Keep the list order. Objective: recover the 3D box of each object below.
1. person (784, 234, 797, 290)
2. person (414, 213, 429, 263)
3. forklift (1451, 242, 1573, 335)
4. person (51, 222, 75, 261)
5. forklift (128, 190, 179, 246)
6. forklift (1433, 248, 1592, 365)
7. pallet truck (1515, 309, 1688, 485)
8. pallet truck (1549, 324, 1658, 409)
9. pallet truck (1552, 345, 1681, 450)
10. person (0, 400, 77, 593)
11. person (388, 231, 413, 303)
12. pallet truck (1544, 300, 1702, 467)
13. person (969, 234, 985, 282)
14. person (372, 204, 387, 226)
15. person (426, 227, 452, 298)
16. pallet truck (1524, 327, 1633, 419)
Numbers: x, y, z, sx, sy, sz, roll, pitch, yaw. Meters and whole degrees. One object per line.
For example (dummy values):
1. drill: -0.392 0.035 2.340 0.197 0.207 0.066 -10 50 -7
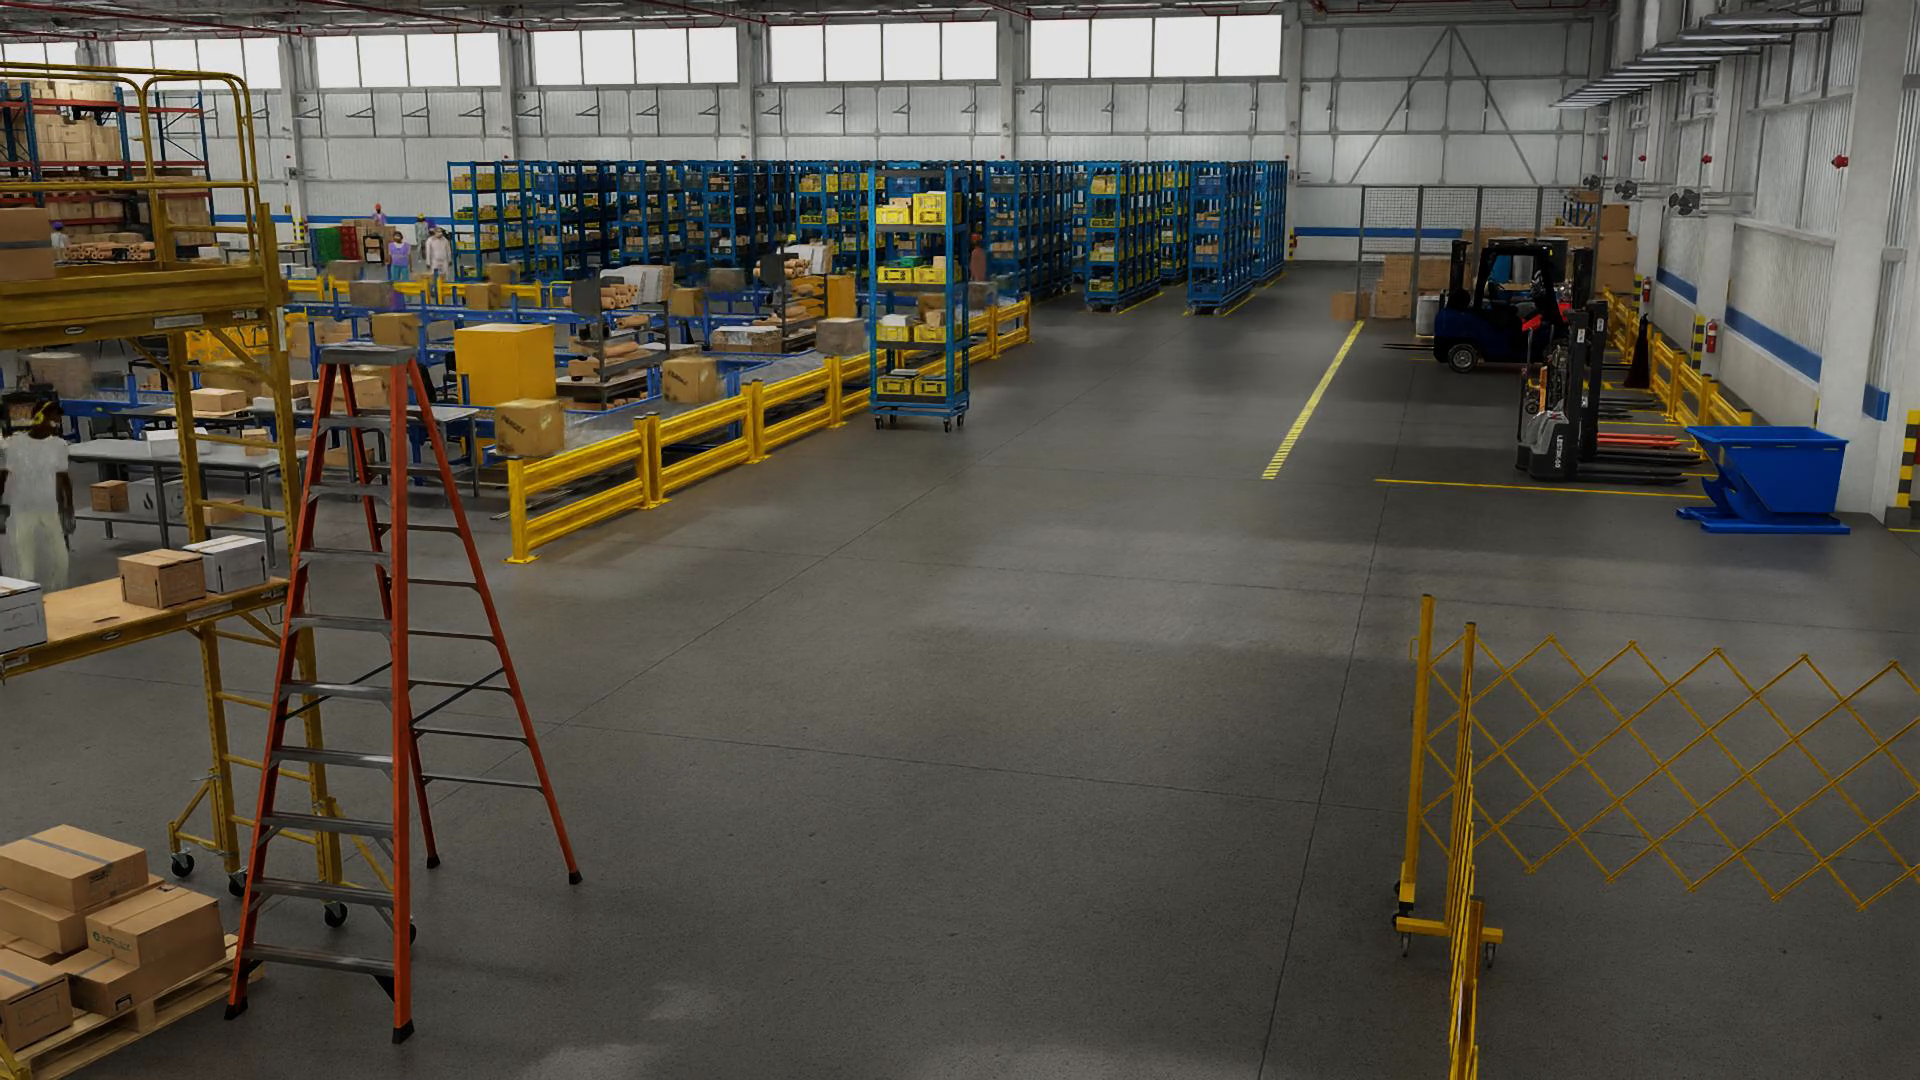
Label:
1. person: -4.348 -6.884 42.358 0.471 1.803 0.612 5 14 21
2. person: -19.140 -10.746 59.195 0.485 1.734 0.346 -8 15 -30
3. forklift: 10.464 -4.597 31.405 2.680 1.987 1.157 4 14 16
4. person: -25.564 -8.112 47.479 0.664 1.878 1.000 7 15 27
5. forklift: -27.424 -10.591 56.022 1.129 2.768 1.873 4 14 16
6. forklift: 9.780 -4.111 29.280 2.680 1.987 1.157 3 13 14
7. pallet truck: 7.554 -1.677 19.446 1.885 1.965 0.823 3 13 14
8. pallet truck: 9.824 -2.669 25.407 1.601 1.201 0.680 4 14 16
9. pallet truck: 8.641 -1.896 21.908 1.630 1.274 0.653 4 14 16
10. person: -7.544 -0.213 13.504 0.667 1.832 0.337 -11 17 -39
11. person: -14.475 -7.057 43.076 0.597 1.838 0.407 -1 13 -6
12. pallet truck: 8.263 -1.952 20.631 1.885 1.965 0.823 5 14 20
13. person: 0.464 -6.177 38.934 0.725 1.975 0.631 6 14 25
14. person: -22.225 -11.900 63.733 0.552 1.935 0.373 -9 16 -35
15. person: -14.010 -7.463 44.686 0.478 1.882 0.662 11 17 38
16. pallet truck: 9.065 -2.460 24.370 1.522 1.261 0.704 3 13 14
